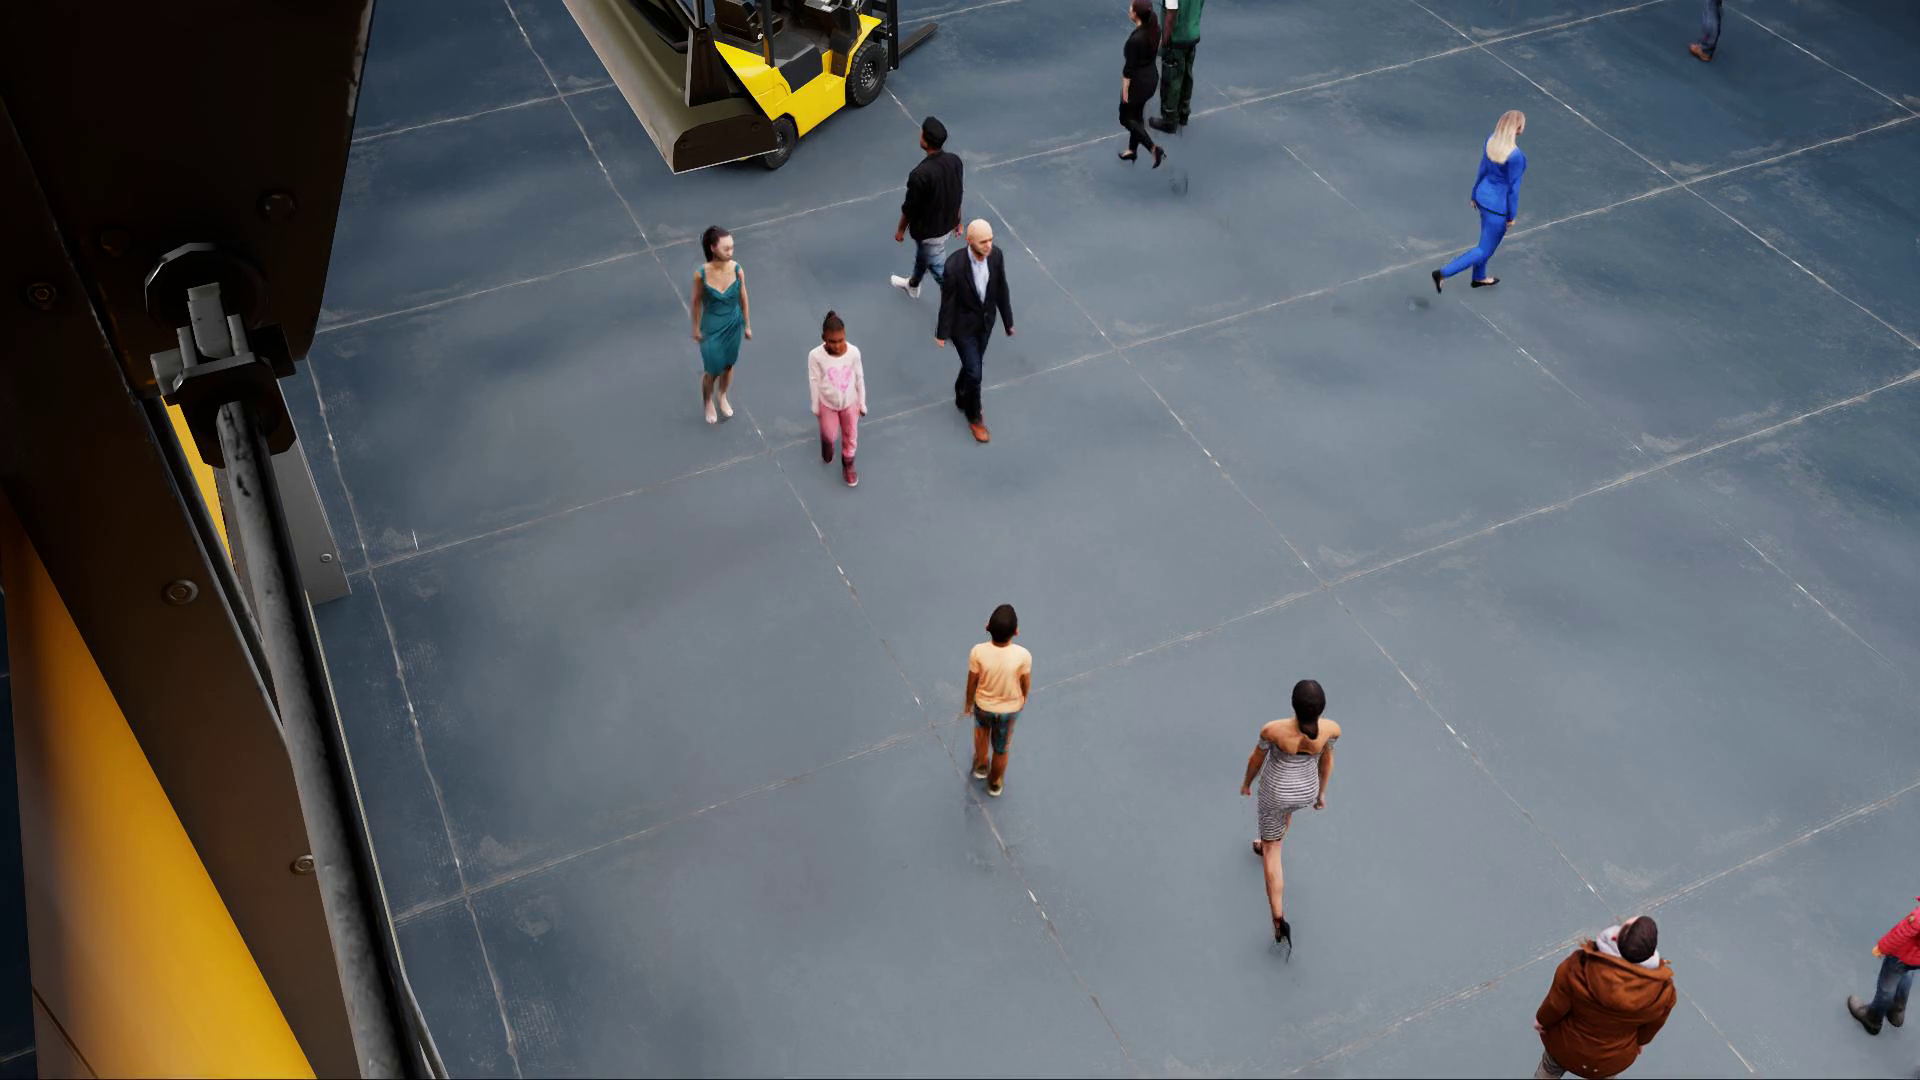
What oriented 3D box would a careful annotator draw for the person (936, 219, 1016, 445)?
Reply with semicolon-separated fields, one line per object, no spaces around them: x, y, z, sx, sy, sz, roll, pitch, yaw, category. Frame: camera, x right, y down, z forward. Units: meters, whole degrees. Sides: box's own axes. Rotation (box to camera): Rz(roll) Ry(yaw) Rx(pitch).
0.045;-1.648;12.359;0.801;1.780;0.862;-25;49;-24;person

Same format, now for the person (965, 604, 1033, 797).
0.219;1.010;9.808;0.645;1.451;0.695;6;44;6;person

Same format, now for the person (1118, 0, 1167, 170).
1.675;-4.049;14.981;0.932;1.640;0.784;33;52;30;person

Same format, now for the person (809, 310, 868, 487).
-0.890;-1.061;11.993;0.627;1.435;0.738;-9;44;-9;person

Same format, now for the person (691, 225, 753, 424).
-1.812;-1.582;12.371;0.578;1.667;0.512;-7;44;-7;person

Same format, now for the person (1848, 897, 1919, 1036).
5.011;2.198;8.663;0.551;1.309;0.554;-10;44;-10;person

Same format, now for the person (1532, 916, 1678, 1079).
3.078;2.393;8.075;0.853;1.839;0.904;11;45;11;person

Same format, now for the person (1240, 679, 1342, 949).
1.792;1.478;9.074;0.850;1.786;1.139;-4;44;-4;person

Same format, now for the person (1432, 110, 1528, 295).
4.254;-2.684;13.519;0.776;1.681;0.948;-12;45;-12;person

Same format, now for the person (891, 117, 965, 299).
-0.149;-2.455;13.216;1.304;1.766;1.060;30;51;27;person

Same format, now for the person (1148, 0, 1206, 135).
2.056;-4.687;15.507;0.740;1.839;0.765;34;53;30;person
